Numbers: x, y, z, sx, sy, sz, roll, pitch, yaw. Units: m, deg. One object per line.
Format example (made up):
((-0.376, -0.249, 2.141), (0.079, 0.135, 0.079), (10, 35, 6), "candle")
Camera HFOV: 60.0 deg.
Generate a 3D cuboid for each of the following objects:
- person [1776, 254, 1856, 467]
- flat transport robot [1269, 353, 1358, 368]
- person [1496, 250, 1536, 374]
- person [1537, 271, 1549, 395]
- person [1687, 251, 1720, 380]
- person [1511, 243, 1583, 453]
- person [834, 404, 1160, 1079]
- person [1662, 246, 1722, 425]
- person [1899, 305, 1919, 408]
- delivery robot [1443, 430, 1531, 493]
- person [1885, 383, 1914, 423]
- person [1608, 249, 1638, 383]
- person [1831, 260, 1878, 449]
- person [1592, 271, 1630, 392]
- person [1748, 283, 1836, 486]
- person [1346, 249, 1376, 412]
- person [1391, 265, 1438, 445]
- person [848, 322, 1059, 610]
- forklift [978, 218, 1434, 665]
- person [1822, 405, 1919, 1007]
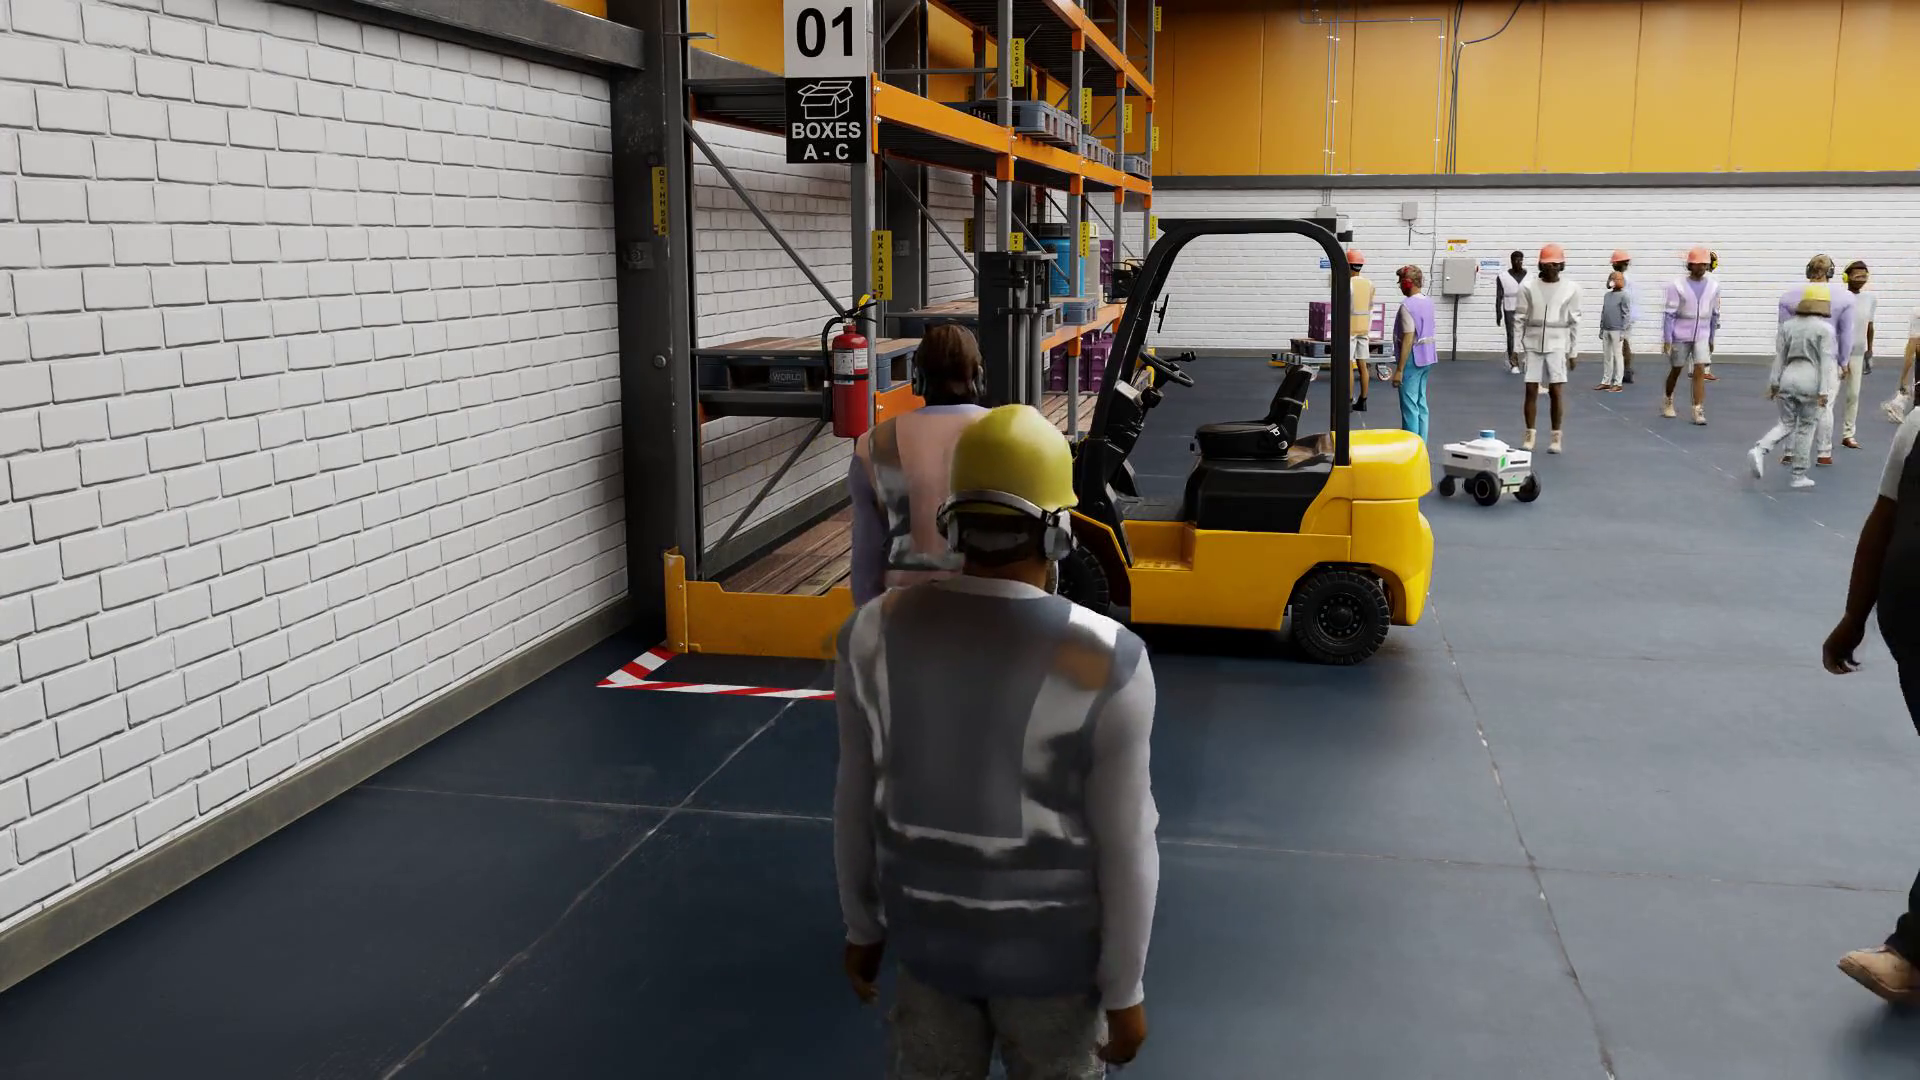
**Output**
((7.769, -1.626, 15.160), (0.628, 1.933, 0.377), (6, 12, 31), "person")
((5.719, -2.870, 26.535), (1.431, 0.197, 0.652), (9, 14, 42), "flat transport robot")
((8.551, -3.515, 25.630), (0.654, 1.883, 0.750), (0, 10, 3), "person")
((7.753, -2.779, 22.146), (0.321, 1.689, 0.530), (4, 11, 21), "person")
((10.942, -3.283, 24.396), (0.319, 1.876, 0.532), (-4, 11, -22), "person")
((5.693, -1.856, 16.153), (0.621, 2.027, 0.432), (5, 12, 26), "person")
((0.029, 0.683, 2.829), (0.601, 1.813, 0.650), (5, 12, 27), "person")
((8.263, -2.331, 18.864), (0.626, 2.002, 1.048), (1, 10, 5), "person")
((8.400, -1.419, 14.329), (0.582, 1.821, 0.416), (-1, 10, -3), "person")
((4.185, -0.630, 13.217), (0.477, 0.478, 0.707), (-5, 11, -25), "delivery robot")
((10.772, -2.199, 18.297), (0.930, 1.945, 0.640), (7, 13, 35), "person")
((9.449, -3.186, 23.783), (0.492, 1.904, 0.601), (7, 13, 35), "person")
((8.790, -1.823, 16.464), (0.500, 1.858, 0.328), (0, 10, 2), "person")
((8.851, -2.824, 22.542), (0.280, 1.633, 0.507), (-3, 11, -16), "person")
((6.970, -1.280, 13.869), (0.607, 1.716, 0.500), (-5, 12, -27), "person")
((4.688, -2.492, 19.889), (0.545, 1.939, 0.374), (-5, 12, -27), "person")
((4.096, -1.555, 15.030), (0.388, 1.838, 0.563), (8, 13, 37), "person")
((-0.017, 0.272, 5.009), (0.620, 1.842, 0.429), (0, 10, -1), "person")
((1.285, -0.567, 8.635), (2.313, 2.155, 1.214), (2, 11, 11), "forklift")
((2.757, 0.244, 4.609), (1.000, 2.000, 0.693), (-4, 11, -20), "person")
